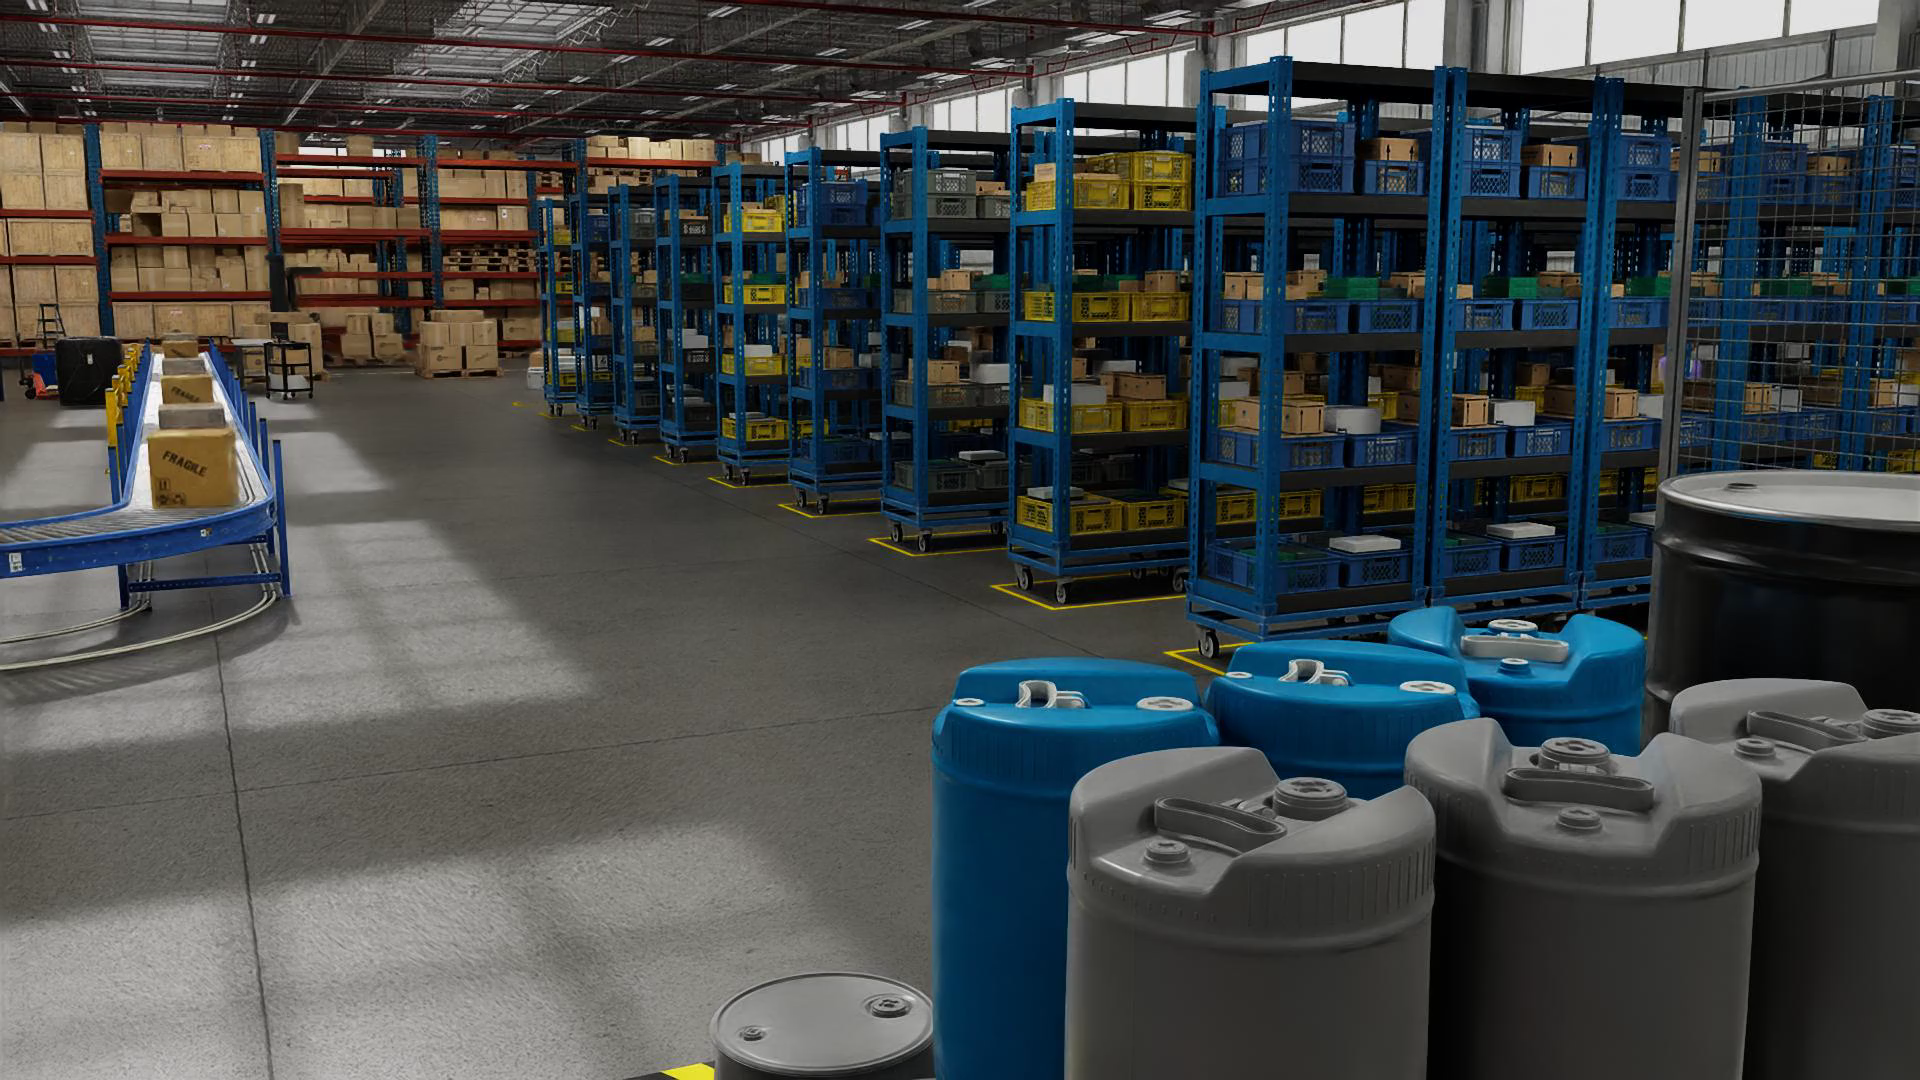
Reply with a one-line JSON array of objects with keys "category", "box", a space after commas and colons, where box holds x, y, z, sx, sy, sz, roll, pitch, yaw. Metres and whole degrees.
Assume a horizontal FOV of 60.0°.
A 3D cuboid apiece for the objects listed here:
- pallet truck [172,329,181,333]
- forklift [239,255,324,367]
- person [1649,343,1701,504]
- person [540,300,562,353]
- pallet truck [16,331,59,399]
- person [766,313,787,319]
[{"category": "pallet truck", "box": [-17.275, -3.851, 35.096, 1.601, 1.201, 0.680, 0, 9, 1]}, {"category": "forklift", "box": [-16.914, -5.672, 41.280, 1.873, 2.768, 1.129, -4, 10, -25]}, {"category": "person", "box": [7.232, -1.214, 16.841, 0.563, 1.838, 0.391, -4, 10, -22]}, {"category": "person", "box": [-9.793, -4.910, 39.476, 0.862, 1.953, 0.656, 1, 9, 3]}, {"category": "pallet truck", "box": [-17.082, -3.353, 31.781, 1.630, 1.274, 0.653, -4, 10, -25]}, {"category": "person", "box": [-3.652, -3.839, 32.880, 0.614, 1.930, 0.602, 4, 10, 25]}]
